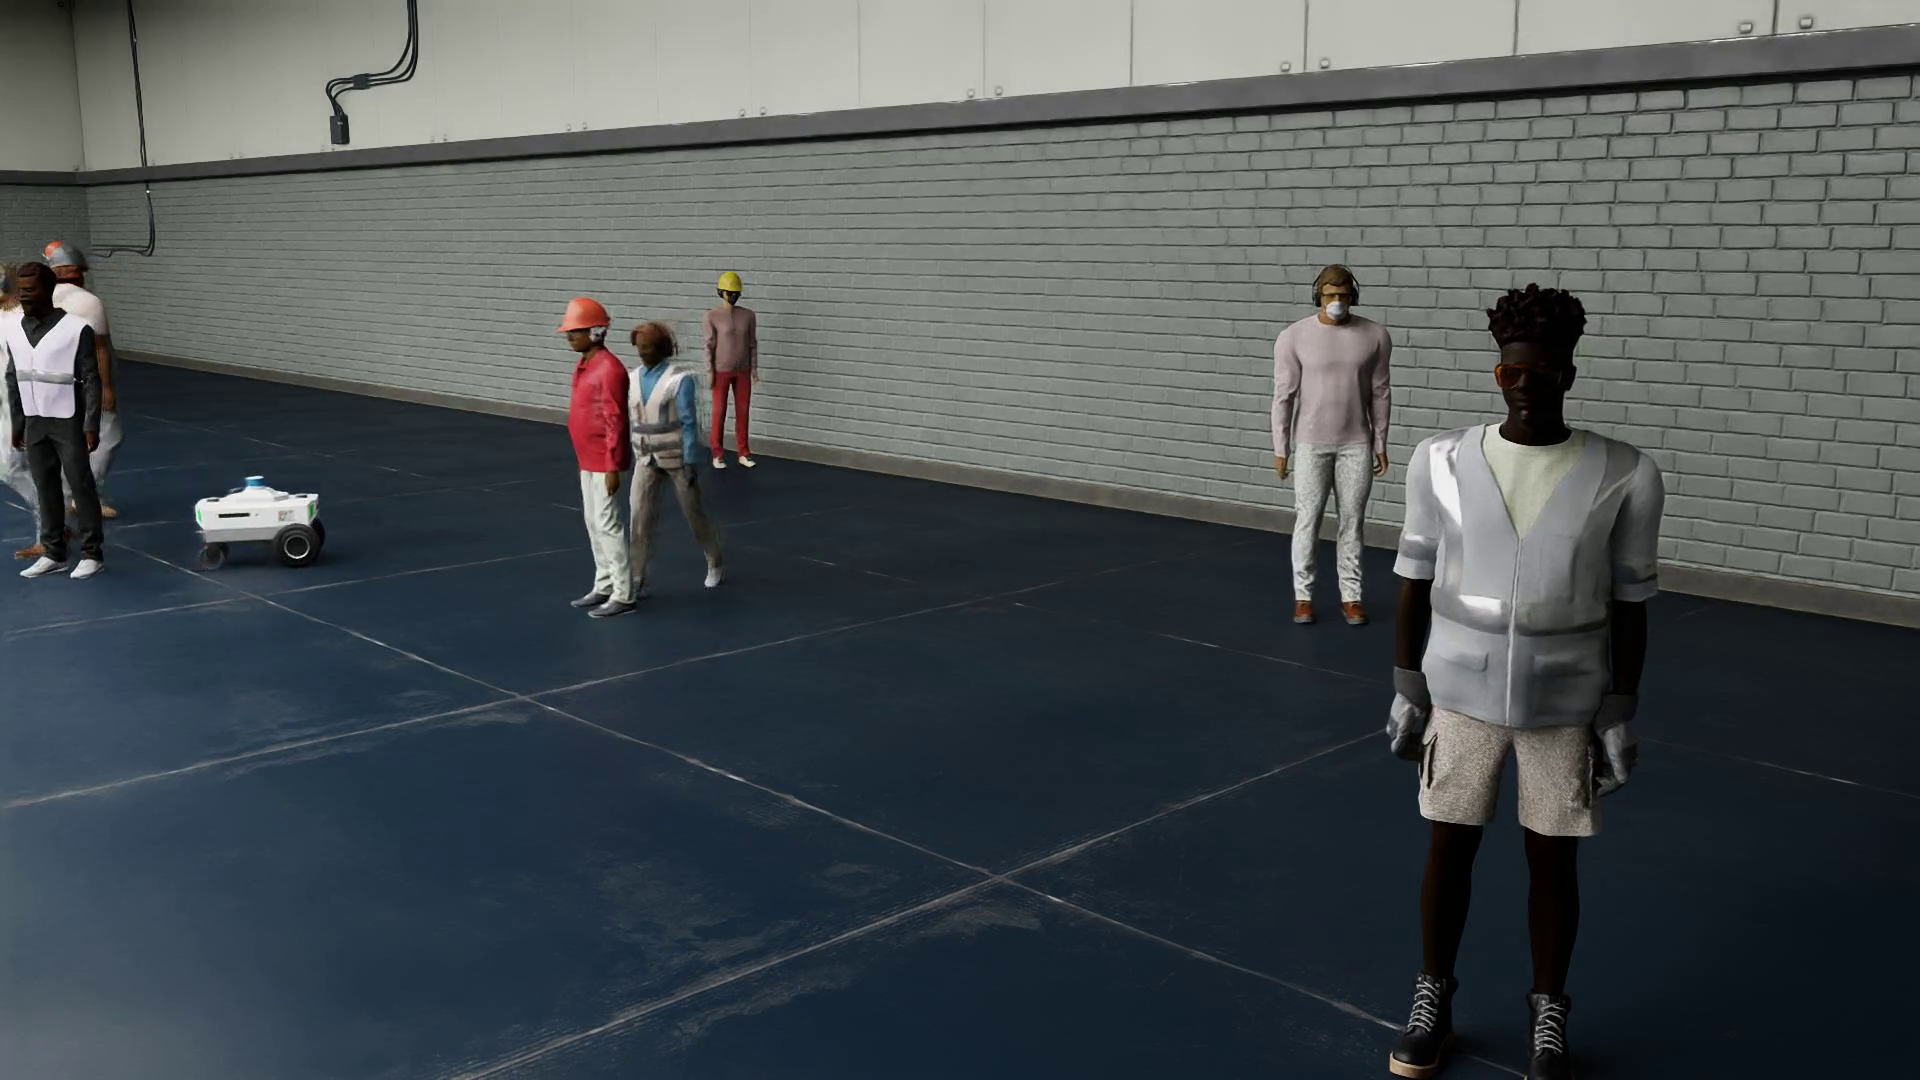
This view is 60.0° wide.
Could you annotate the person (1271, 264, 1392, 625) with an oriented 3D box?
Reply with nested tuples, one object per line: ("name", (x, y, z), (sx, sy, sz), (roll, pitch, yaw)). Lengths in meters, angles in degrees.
("person", (1.983, -0.504, 8.908), (0.637, 1.930, 0.375), (0, 10, -1))

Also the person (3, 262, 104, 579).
("person", (-5.486, -0.721, 10.108), (0.591, 1.917, 0.379), (2, 11, 10))

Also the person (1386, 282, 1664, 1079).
("person", (1.339, 0.372, 4.019), (0.606, 1.966, 0.367), (4, 11, 22))

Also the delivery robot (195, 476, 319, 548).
("delivery robot", (-4.437, -0.160, 10.515), (0.707, 0.478, 0.477), (-3, 11, -17))

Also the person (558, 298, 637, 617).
("person", (-1.995, -0.449, 9.110), (0.358, 1.740, 0.579), (-6, 12, -30))

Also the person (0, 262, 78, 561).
("person", (-6.001, -0.811, 10.610), (0.641, 1.914, 0.444), (9, 14, 42))

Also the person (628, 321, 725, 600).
("person", (-1.681, -0.468, 9.593), (0.545, 1.598, 0.843), (6, 12, 29))

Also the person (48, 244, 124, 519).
("person", (-6.495, -1.171, 12.228), (0.719, 2.000, 0.576), (4, 11, 19))

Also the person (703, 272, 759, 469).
("person", (-2.036, -1.510, 14.858), (0.517, 1.757, 0.335), (-7, 13, -35))
